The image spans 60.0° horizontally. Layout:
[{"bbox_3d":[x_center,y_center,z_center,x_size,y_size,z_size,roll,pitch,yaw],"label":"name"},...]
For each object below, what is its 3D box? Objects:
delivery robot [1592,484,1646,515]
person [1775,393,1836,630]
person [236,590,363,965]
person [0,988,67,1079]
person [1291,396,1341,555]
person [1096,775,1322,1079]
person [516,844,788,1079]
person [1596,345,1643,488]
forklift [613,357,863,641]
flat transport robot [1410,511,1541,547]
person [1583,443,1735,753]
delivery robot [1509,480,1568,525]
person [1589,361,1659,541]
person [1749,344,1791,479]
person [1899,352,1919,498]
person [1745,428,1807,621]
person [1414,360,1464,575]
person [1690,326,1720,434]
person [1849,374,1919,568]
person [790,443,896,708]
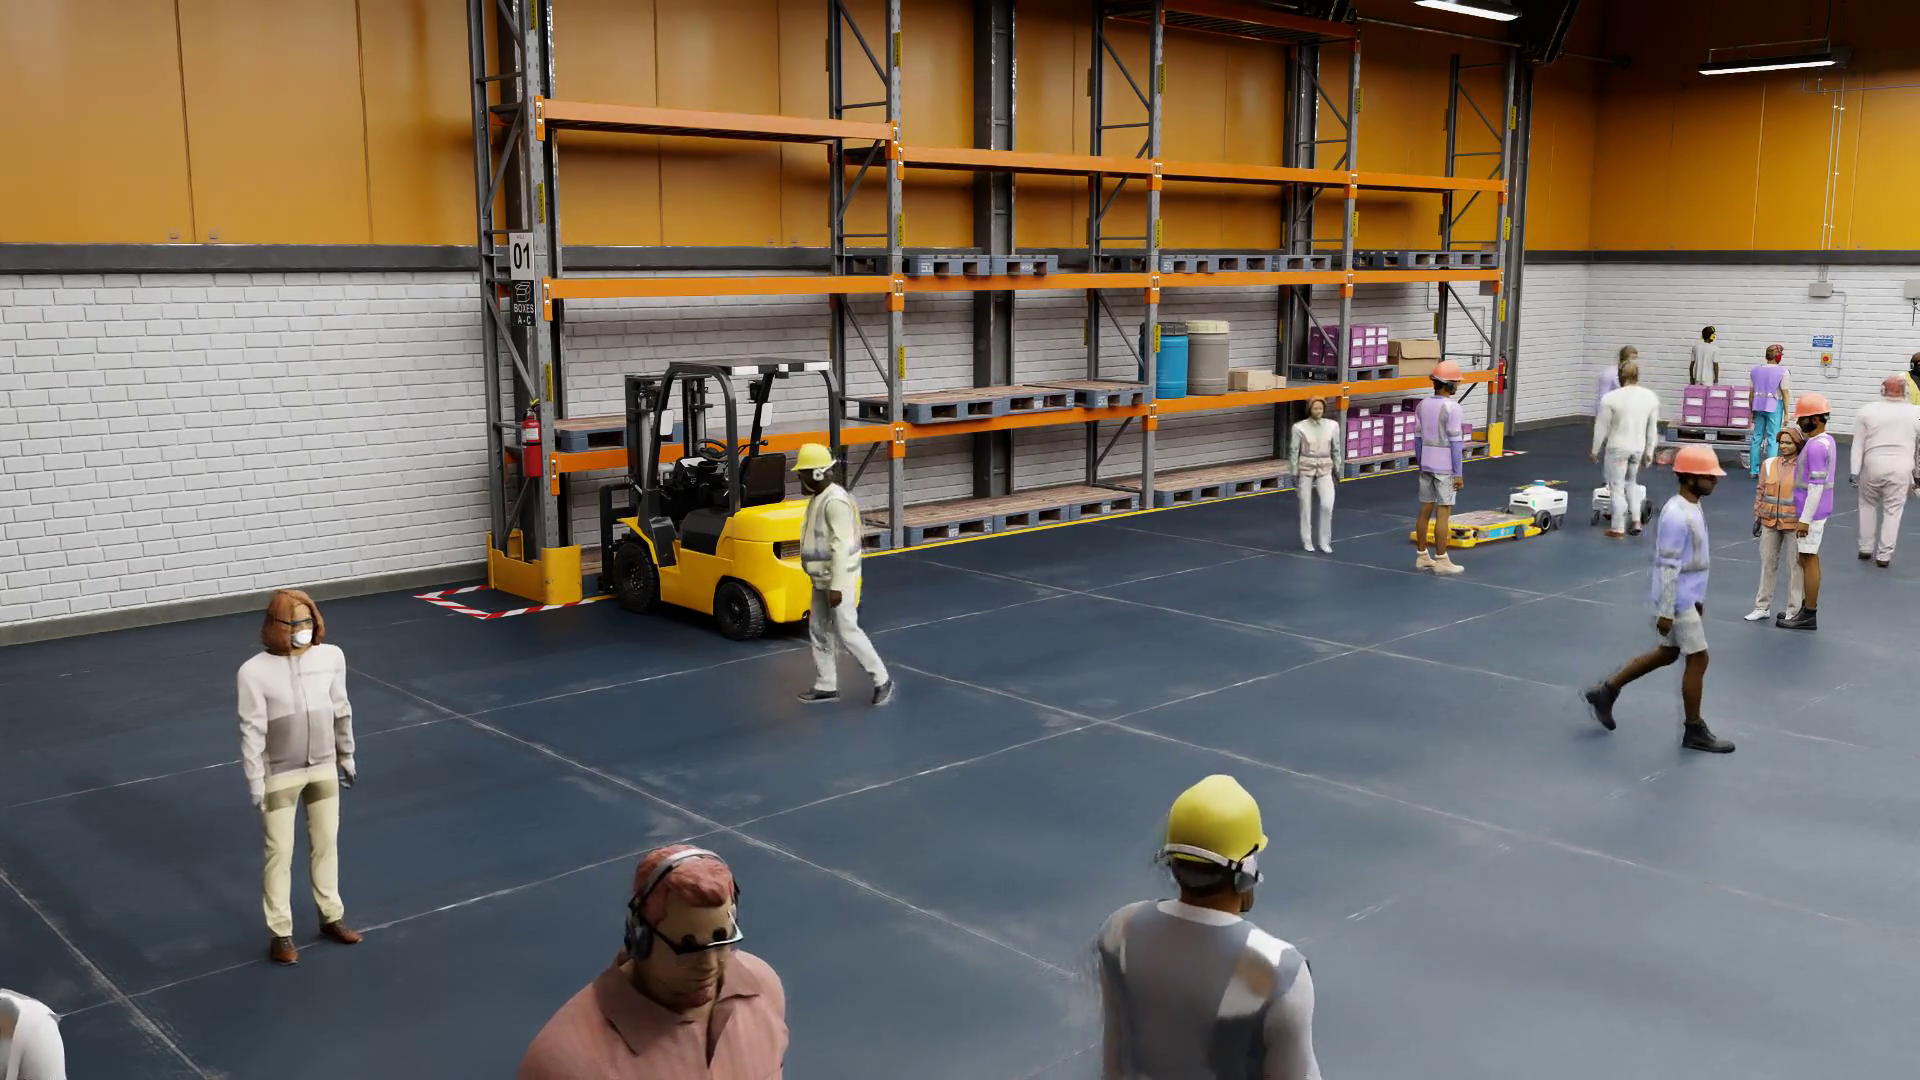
[{"bbox_3d":[7.471,-0.494,18.843,0.707,0.478,0.477,-9,13,-43],"label":"delivery robot"},{"bbox_3d":[6.904,-0.232,13.552,0.363,1.933,0.543,6,11,29],"label":"person"},{"bbox_3d":[-2.853,1.008,7.198,0.284,1.625,0.511,8,12,38],"label":"person"},{"bbox_3d":[-2.077,1.532,3.371,0.574,1.882,0.358,-1,10,-4],"label":"person"},{"bbox_3d":[3.639,-0.656,16.935,0.547,1.612,0.619,-1,10,-3],"label":"person"},{"bbox_3d":[0.570,1.460,3.970,0.606,1.814,0.647,9,14,44],"label":"person"},{"bbox_3d":[-0.551,1.528,3.353,0.402,1.901,0.639,8,13,39],"label":"person"},{"bbox_3d":[8.360,-1.497,20.983,0.665,1.919,0.494,-4,10,-22],"label":"person"},{"bbox_3d":[-1.847,-0.414,13.852,1.214,2.155,2.313,-9,13,-42],"label":"forklift"},{"bbox_3d":[5.539,-0.131,17.822,1.431,0.197,0.652,-8,12,-38],"label":"flat transport robot"},{"bbox_3d":[4.368,0.335,10.298,0.849,1.913,0.544,5,11,27],"label":"person"},{"bbox_3d":[6.412,-0.422,18.422,0.707,0.478,0.477,-8,12,-38],"label":"delivery robot"},{"bbox_3d":[7.077,-0.944,17.744,0.638,1.925,0.416,-2,10,-12],"label":"person"},{"bbox_3d":[10.951,-1.723,22.538,0.390,1.846,0.565,-6,11,-32],"label":"person"},{"bbox_3d":[11.974,-1.437,20.876,0.622,1.845,0.429,2,10,10],"label":"person"},{"bbox_3d":[6.792,-0.112,13.708,0.307,1.641,0.512,-7,12,-36],"label":"person"},{"bbox_3d":[4.608,-0.693,15.927,0.382,2.045,0.605,-4,10,-22],"label":"person"},{"bbox_3d":[12.501,-2.658,27.937,0.331,1.872,0.513,-7,12,-35],"label":"person"},{"bbox_3d":[9.142,-0.695,16.412,0.673,1.875,0.795,4,11,23],"label":"person"},{"bbox_3d":[-0.784,0.235,11.236,0.681,1.800,0.610,-4,10,-21],"label":"person"}]
